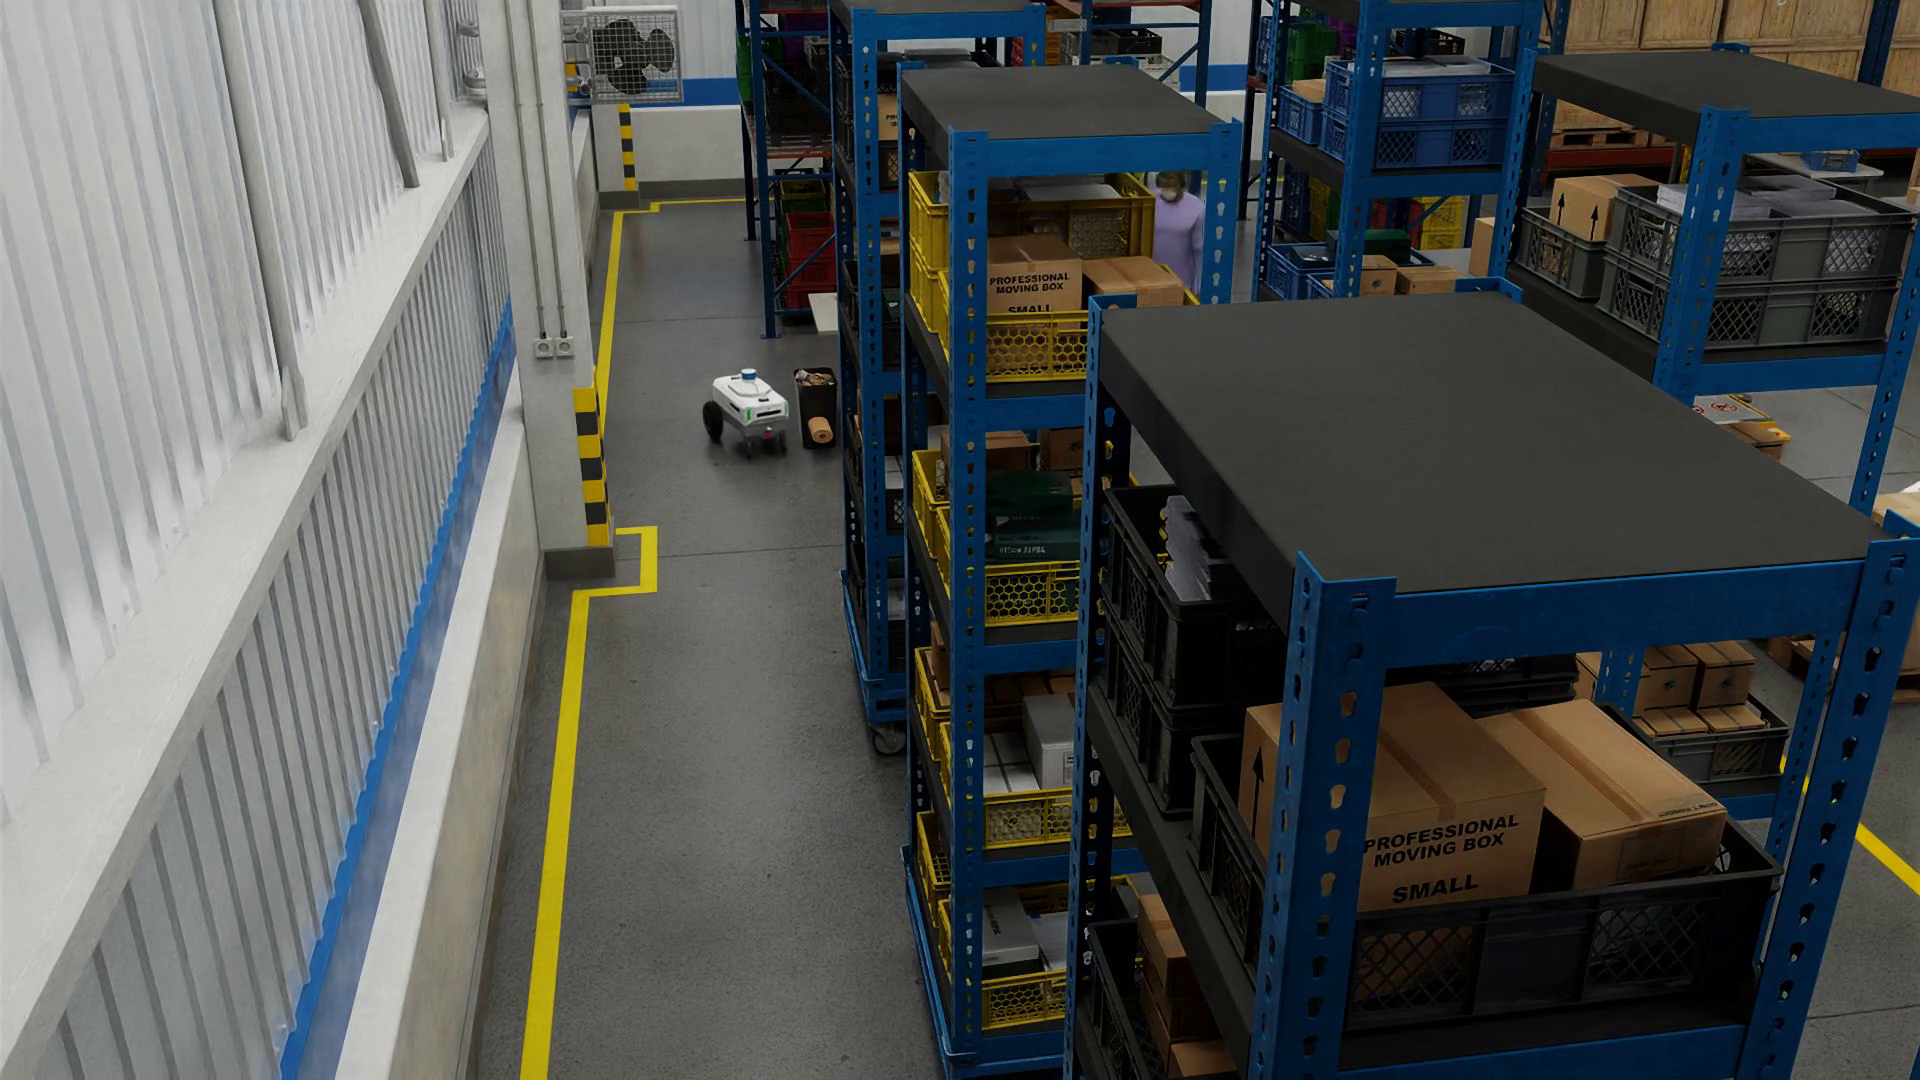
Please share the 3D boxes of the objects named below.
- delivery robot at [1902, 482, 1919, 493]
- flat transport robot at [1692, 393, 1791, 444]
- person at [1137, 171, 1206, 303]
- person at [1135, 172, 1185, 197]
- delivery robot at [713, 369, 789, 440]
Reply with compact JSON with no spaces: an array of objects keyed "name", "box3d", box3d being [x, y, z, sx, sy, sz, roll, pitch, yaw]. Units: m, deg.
[{"name":"delivery robot","box3d":[6.127,-0.138,10.121,0.477,0.478,0.707,-18,30,-34]},{"name":"flat transport robot","box3d":[5.224,-0.859,12.132,1.431,0.197,0.652,-4,25,-8]},{"name":"person","box3d":[1.589,-2.014,12.736,0.654,1.883,1.040,7,26,15]},{"name":"person","box3d":[1.672,-2.632,14.127,0.429,1.841,0.634,10,26,20]},{"name":"delivery robot","box3d":[-1.509,-0.990,11.973,0.477,0.478,0.707,-13,28,-26]}]
